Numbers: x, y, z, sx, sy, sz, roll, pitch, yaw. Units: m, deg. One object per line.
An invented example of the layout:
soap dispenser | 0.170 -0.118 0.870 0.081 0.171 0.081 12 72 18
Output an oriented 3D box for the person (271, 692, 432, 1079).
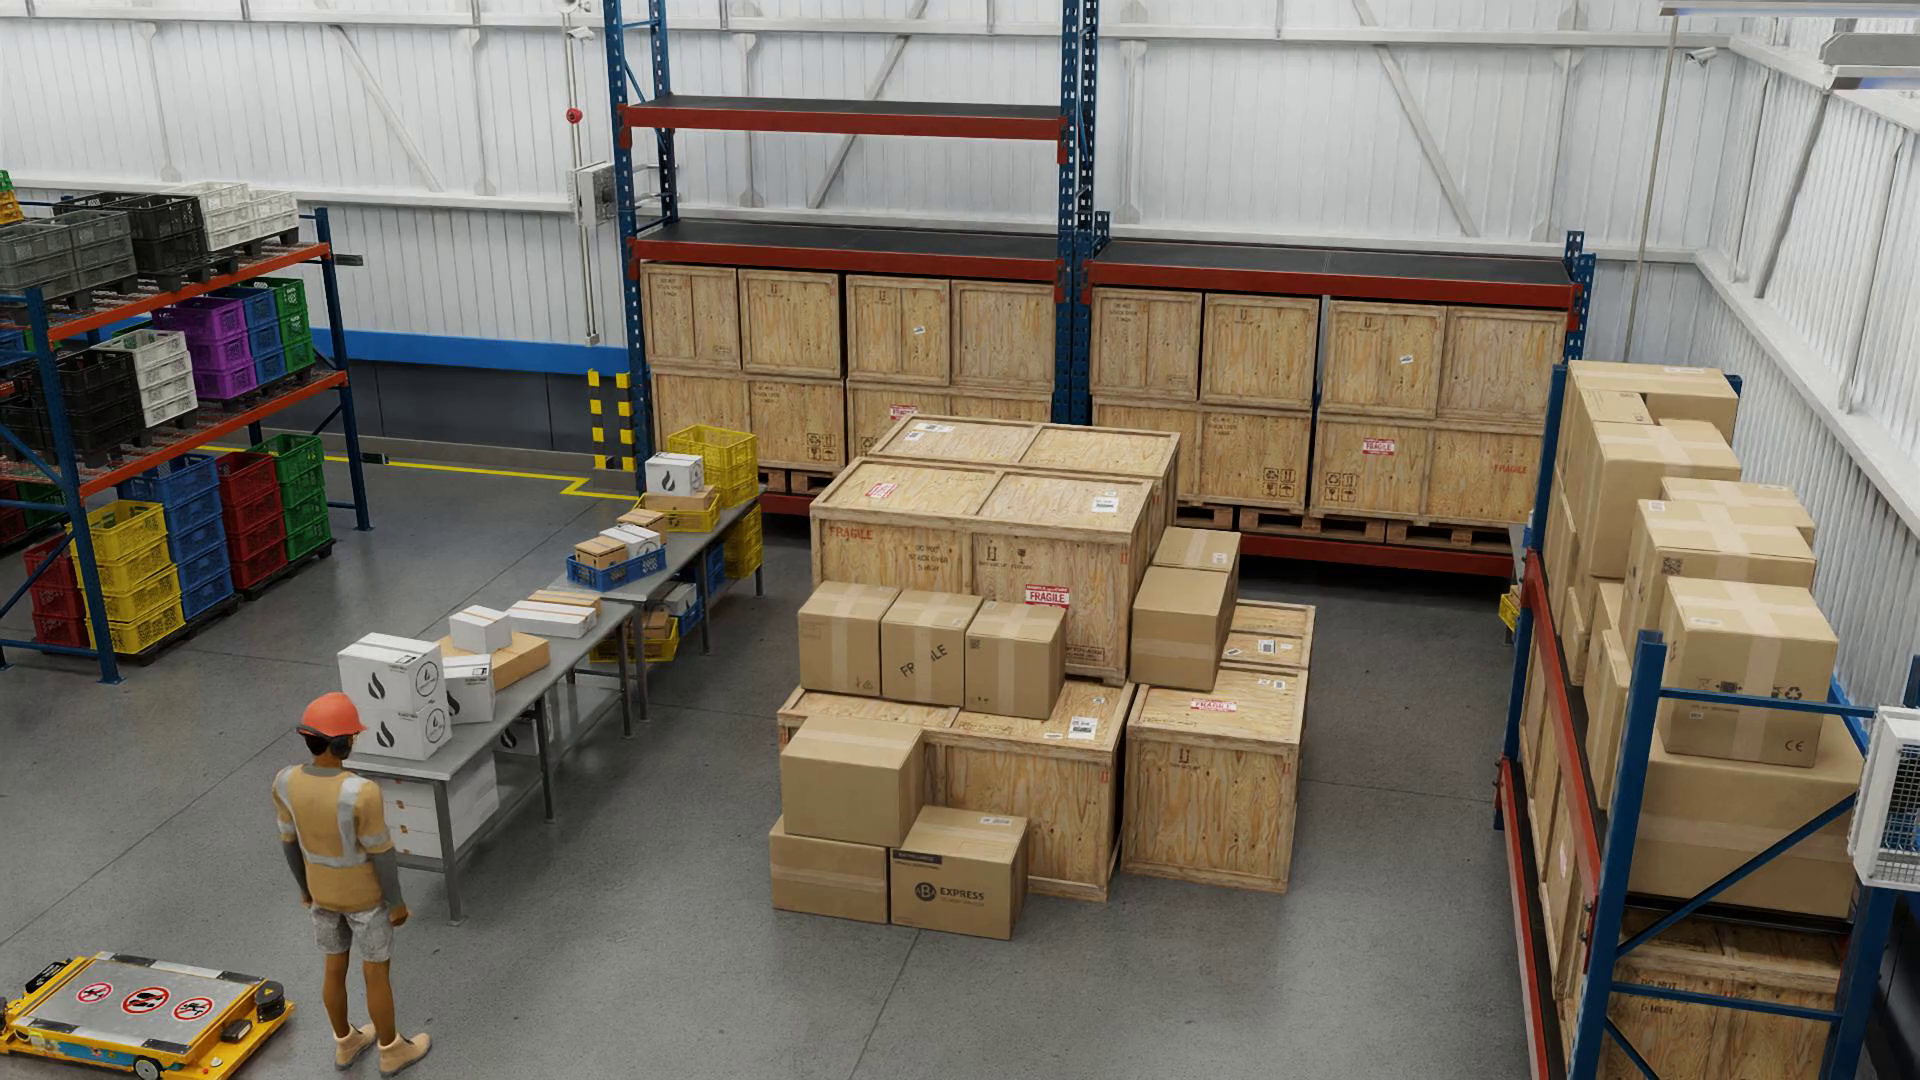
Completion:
person | -2.978 1.696 8.142 0.604 2.033 0.394 7 22 18

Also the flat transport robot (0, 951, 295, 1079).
flat transport robot | -4.270 2.464 8.601 1.431 0.231 0.659 5 22 13
